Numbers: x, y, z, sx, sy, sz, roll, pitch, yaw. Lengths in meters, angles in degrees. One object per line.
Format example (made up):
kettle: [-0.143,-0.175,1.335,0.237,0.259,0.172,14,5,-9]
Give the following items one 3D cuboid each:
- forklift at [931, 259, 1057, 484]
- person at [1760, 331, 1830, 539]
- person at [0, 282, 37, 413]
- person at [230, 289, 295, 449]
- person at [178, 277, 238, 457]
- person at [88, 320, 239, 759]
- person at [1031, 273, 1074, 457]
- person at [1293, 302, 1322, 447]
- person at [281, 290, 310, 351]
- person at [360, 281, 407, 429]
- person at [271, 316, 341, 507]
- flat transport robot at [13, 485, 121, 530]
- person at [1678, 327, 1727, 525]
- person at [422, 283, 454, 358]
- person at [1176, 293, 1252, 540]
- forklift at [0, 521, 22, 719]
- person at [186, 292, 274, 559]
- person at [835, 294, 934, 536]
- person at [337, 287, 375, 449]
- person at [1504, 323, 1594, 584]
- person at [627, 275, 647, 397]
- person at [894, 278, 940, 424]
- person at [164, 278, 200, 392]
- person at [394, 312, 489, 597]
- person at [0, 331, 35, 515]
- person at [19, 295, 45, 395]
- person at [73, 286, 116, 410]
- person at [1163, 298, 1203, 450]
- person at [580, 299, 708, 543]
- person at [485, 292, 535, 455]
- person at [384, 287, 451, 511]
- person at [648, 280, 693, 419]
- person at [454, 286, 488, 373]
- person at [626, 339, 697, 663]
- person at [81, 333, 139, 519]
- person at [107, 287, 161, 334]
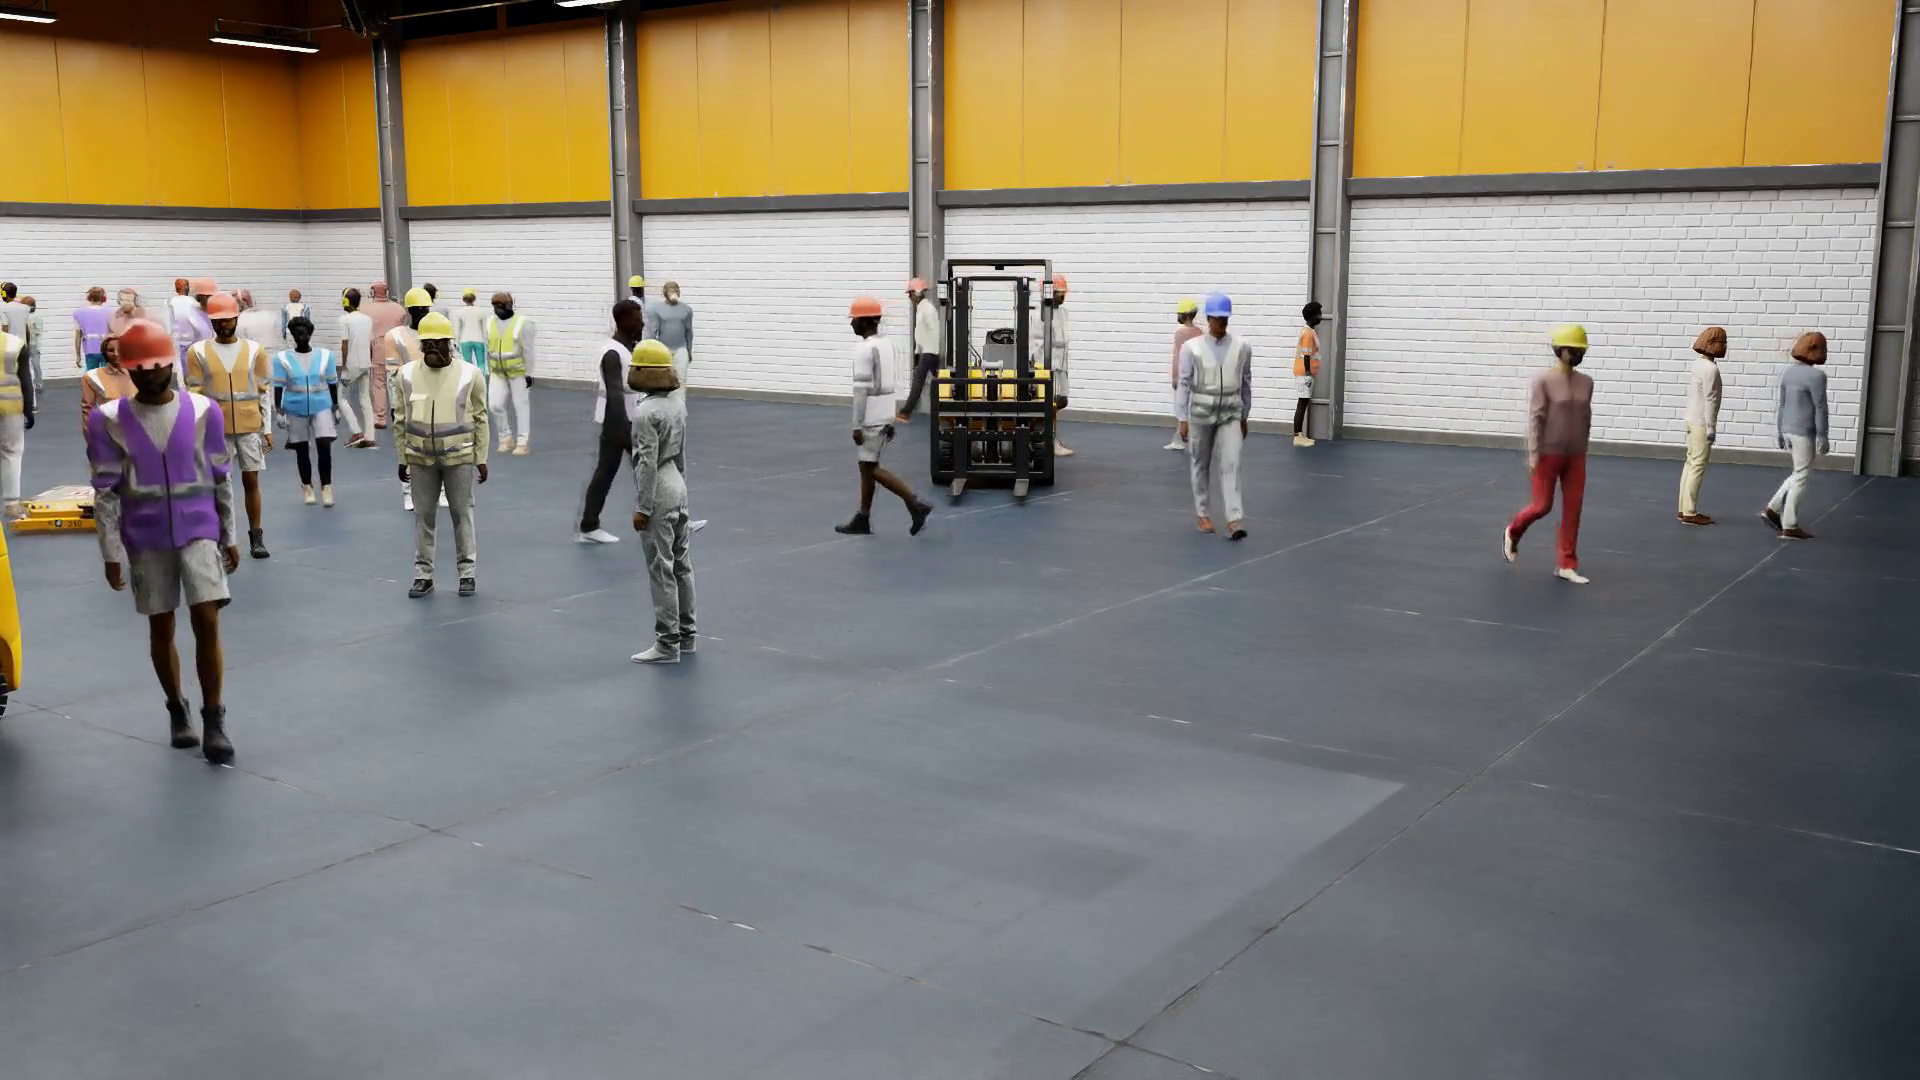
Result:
forklift: [0.370,-1.738,16.759,1.214,2.155,2.313,1,10,3]
person: [6.564,-0.805,12.926,0.344,1.622,0.507,0,10,1]
person: [-13.320,-2.697,23.438,0.309,1.868,0.535,2,10,14]
person: [-8.024,-1.949,19.048,0.954,1.857,0.638,4,10,24]
person: [-8.404,-1.928,18.521,1.064,1.995,0.614,8,13,40]
person: [-3.403,0.017,7.164,0.562,1.903,0.802,-5,11,-27]
person: [0.968,-1.947,18.502,0.729,2.023,0.613,7,12,36]
person: [4.050,-1.930,19.411,0.322,1.691,0.532,2,10,13]
person: [-12.379,-3.847,31.023,0.525,1.626,0.323,-1,10,-8]
person: [-7.454,-2.388,21.486,0.401,1.906,0.650,9,13,42]
person: [-5.706,-1.108,14.536,0.551,1.666,0.719,-4,10,-22]
flat transport robot: [-7.313,-0.290,13.850,0.652,0.197,1.431,-2,10,-14]
person: [6.117,-0.937,13.683,0.279,1.624,0.494,2,10,10]
person: [-7.391,-2.679,23.365,0.553,1.853,0.460,-5,11,-27]
person: [1.995,-0.948,12.910,0.633,1.896,0.980,-1,10,-5]
forklift: [-5.296,-0.090,6.943,1.214,2.155,2.313,7,12,35]
person: [-5.251,-0.811,12.000,0.553,1.935,0.365,-5,11,-27]
person: [-0.598,-0.954,12.950,0.823,1.914,0.553,4,10,22]
person: [-6.951,-1.960,19.078,0.499,1.851,0.570,4,11,25]
person: [4.044,-0.604,11.318,0.535,1.751,0.645,-3,10,-18]
person: [-5.056,-3.177,26.109,0.363,1.928,0.594,-6,11,-30]
person: [-0.444,-2.494,22.037,1.079,1.924,0.643,-1,10,-5]
person: [-12.309,-3.212,26.460,0.573,1.884,0.359,-2,10,-11]
person: [-3.341,-0.543,10.711,0.587,1.835,0.404,-1,10,-5]
person: [-8.119,-1.083,13.955,0.633,1.824,0.599,-4,10,-24]
person: [-15.106,-3.141,26.857,0.650,1.609,0.333,1,10,7]
person: [-11.562,-2.501,22.396,0.589,1.821,0.647,-4,10,-21]
person: [2.613,-1.857,18.804,0.692,1.744,0.531,8,12,38]
person: [-2.469,-0.882,12.616,1.013,1.866,0.618,2,10,9]
person: [-5.004,-1.840,18.493,0.641,1.822,0.475,2,10,11]
person: [-4.689,-1.226,14.495,0.587,1.930,0.354,-8,12,-38]
person: [-4.009,-2.634,22.982,0.636,1.908,0.938,-4,11,-25]
person: [-7.717,-3.125,26.299,0.546,1.753,0.372,-4,10,-20]
person: [-1.637,-0.208,8.987,0.317,1.742,0.492,3,10,15]
person: [-6.158,-0.703,12.241,0.524,1.639,0.306,-7,12,-35]
person: [-9.899,-2.125,20.073,0.662,1.871,0.879,0,10,0]
